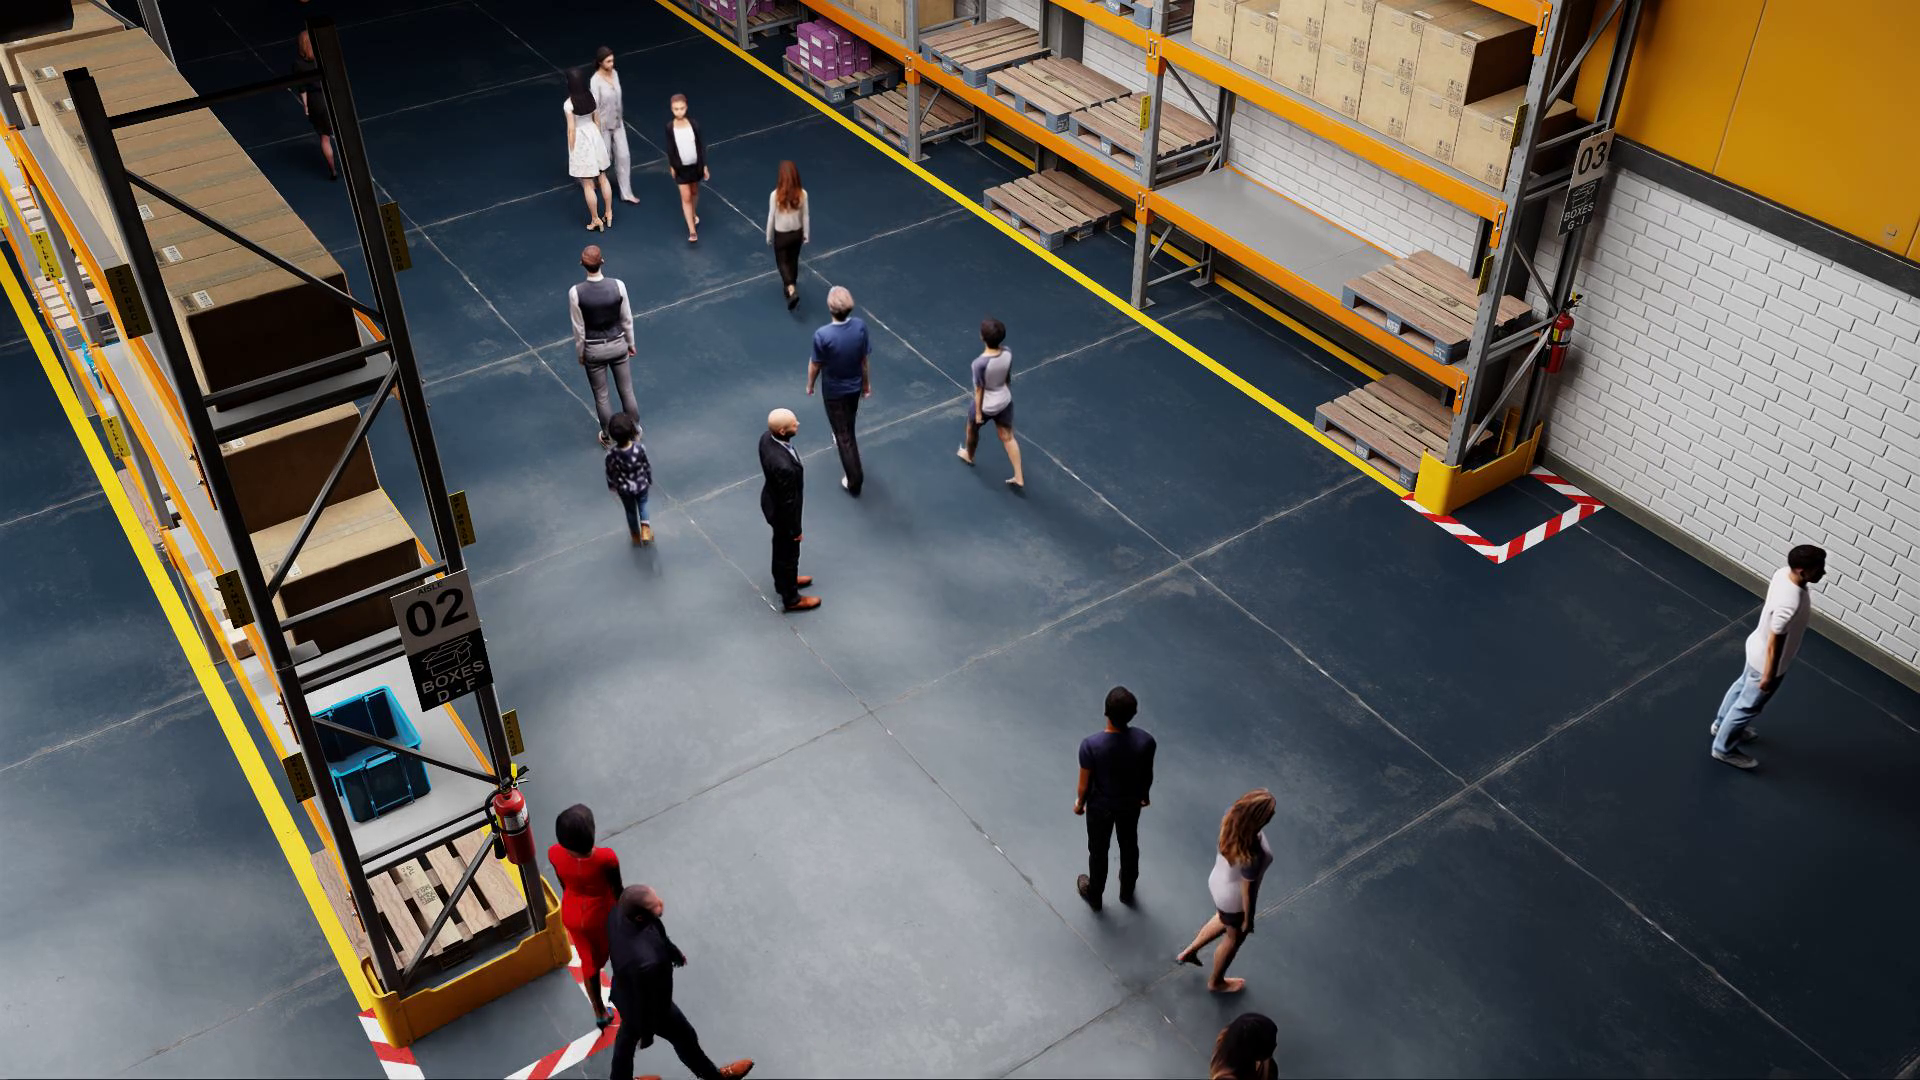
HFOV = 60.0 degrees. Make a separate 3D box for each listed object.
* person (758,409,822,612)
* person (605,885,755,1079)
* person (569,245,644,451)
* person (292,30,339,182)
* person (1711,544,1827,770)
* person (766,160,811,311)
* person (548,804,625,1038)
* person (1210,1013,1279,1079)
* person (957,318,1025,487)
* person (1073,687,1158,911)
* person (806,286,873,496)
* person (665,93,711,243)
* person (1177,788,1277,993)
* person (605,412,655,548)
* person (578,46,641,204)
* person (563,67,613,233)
[{"bbox_3d":[-1.329,-0.240,12.509,0.806,1.802,0.634,-12,40,-15],"label":"person"},{"bbox_3d":[-1.803,2.525,9.063,0.874,1.780,1.040,-16,41,-19],"label":"person"},{"bbox_3d":[-3.017,-1.636,14.148,0.719,1.938,0.649,-13,40,-16],"label":"person"},{"bbox_3d":[-6.965,-4.745,18.226,0.646,1.706,0.605,-11,40,-13],"label":"person"},{"bbox_3d":[5.446,0.757,11.212,0.760,1.862,0.755,14,41,17],"label":"person"},{"bbox_3d":[-1.642,-2.919,16.134,0.733,1.464,0.906,-15,41,-18],"label":"person"},{"bbox_3d":[-2.114,2.223,9.485,0.811,1.727,0.895,1,39,2],"label":"person"},{"bbox_3d":[1.377,2.982,8.545,0.805,1.713,0.752,8,39,10],"label":"person"},{"bbox_3d":[0.314,-1.113,13.822,0.575,1.527,1.024,-25,45,-28],"label":"person"},{"bbox_3d":[0.949,1.598,10.214,0.713,1.793,0.667,-8,39,-10],"label":"person"},{"bbox_3d":[-0.920,-1.185,13.658,0.673,1.844,0.988,-23,44,-26],"label":"person"},{"bbox_3d":[-2.846,-3.942,17.370,0.796,1.521,1.104,-10,40,-12],"label":"person"},{"bbox_3d":[1.518,2.061,9.698,0.810,1.714,0.744,-6,39,-7],"label":"person"},{"bbox_3d":[-2.606,-0.446,13.211,0.562,1.247,0.579,-11,40,-13],"label":"person"},{"bbox_3d":[-3.852,-4.466,17.847,1.084,1.744,0.845,22,44,26],"label":"person"},{"bbox_3d":[-3.888,-4.065,17.321,0.715,1.773,0.713,28,47,31],"label":"person"}]
